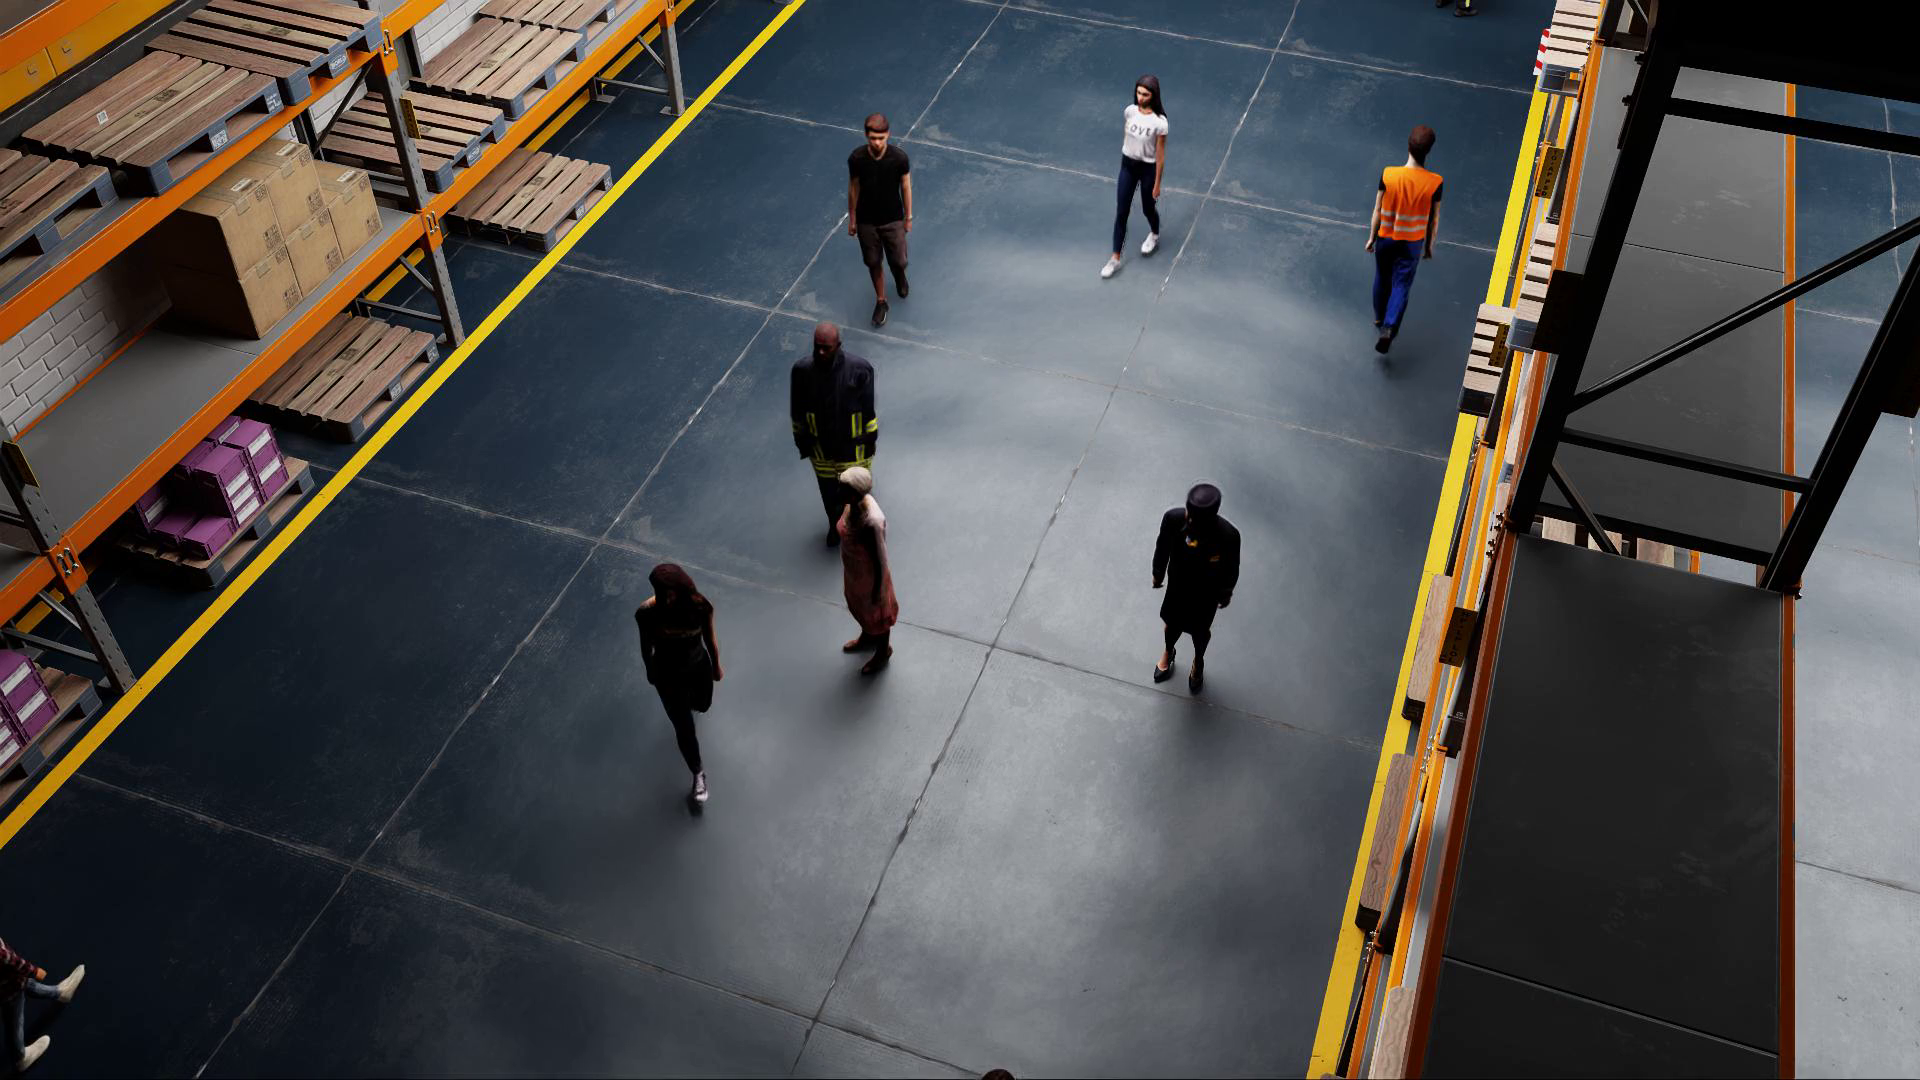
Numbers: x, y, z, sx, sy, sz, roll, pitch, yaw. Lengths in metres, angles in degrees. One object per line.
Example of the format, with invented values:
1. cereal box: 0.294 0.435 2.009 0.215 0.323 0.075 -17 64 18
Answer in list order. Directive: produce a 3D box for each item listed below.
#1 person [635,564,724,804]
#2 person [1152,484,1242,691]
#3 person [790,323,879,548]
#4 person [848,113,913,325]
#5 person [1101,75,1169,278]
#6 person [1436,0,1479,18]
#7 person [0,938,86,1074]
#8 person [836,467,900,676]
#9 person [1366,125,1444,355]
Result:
1. person: -1.660 0.724 9.988 0.989 1.741 1.185 -8 44 -8
2. person: 1.481 0.288 10.498 0.705 1.667 0.632 17 46 17
3. person: -0.842 -0.799 11.533 0.867 1.815 0.965 4 44 4
4. person: -0.627 -2.665 13.464 0.802 1.852 0.920 3 44 3
5. person: 1.580 -3.109 14.005 0.797 1.749 1.078 28 50 26
6. person: 5.346 -6.442 17.423 0.917 1.860 0.877 -23 48 -22
7. person: -5.044 2.334 8.630 0.602 1.282 0.856 21 47 20
8. person: -0.596 0.176 10.598 0.755 1.692 0.706 -21 48 -21
9. person: 3.467 -2.334 13.107 0.704 1.866 1.111 12 45 12
